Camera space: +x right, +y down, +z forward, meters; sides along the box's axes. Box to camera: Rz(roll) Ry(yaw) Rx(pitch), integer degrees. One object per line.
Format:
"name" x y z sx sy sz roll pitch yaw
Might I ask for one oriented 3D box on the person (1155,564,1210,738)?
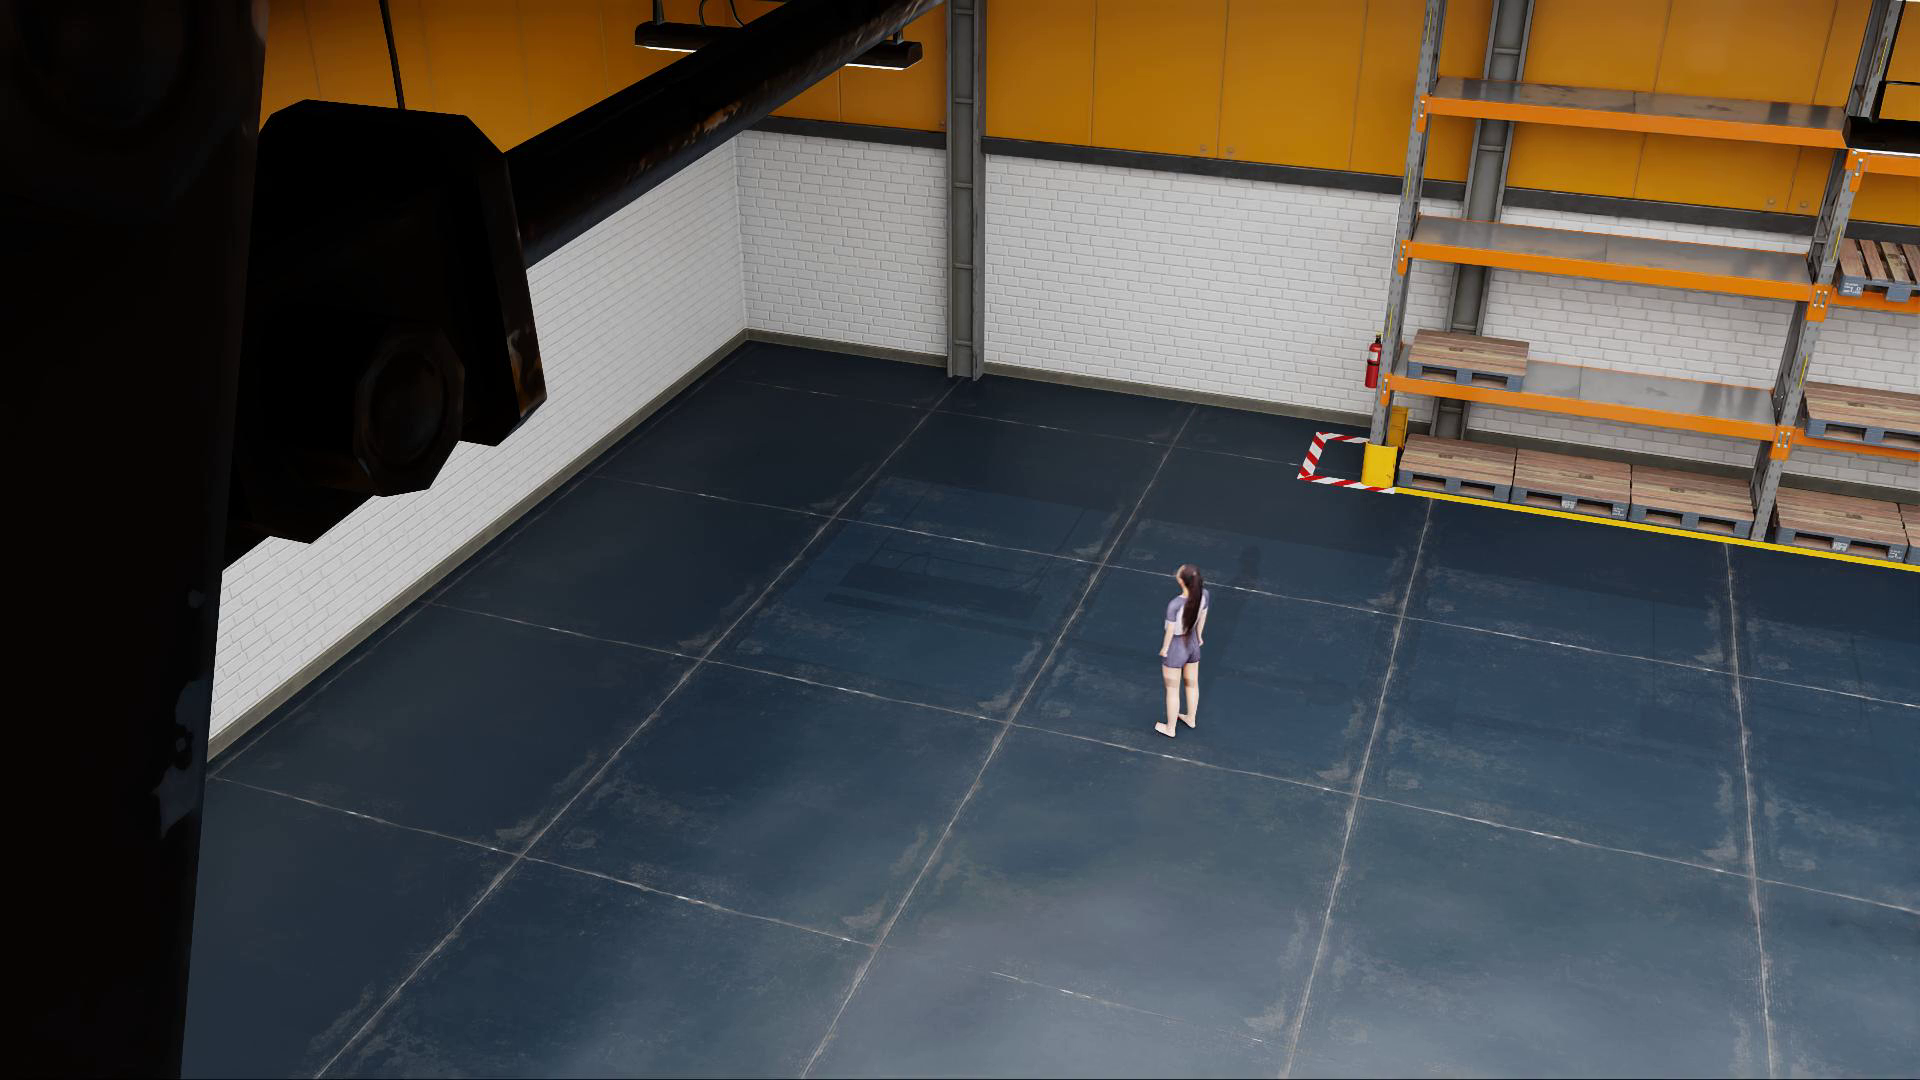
"person" 1.887 0.915 14.031 0.684 1.647 0.713 -19 34 -30
